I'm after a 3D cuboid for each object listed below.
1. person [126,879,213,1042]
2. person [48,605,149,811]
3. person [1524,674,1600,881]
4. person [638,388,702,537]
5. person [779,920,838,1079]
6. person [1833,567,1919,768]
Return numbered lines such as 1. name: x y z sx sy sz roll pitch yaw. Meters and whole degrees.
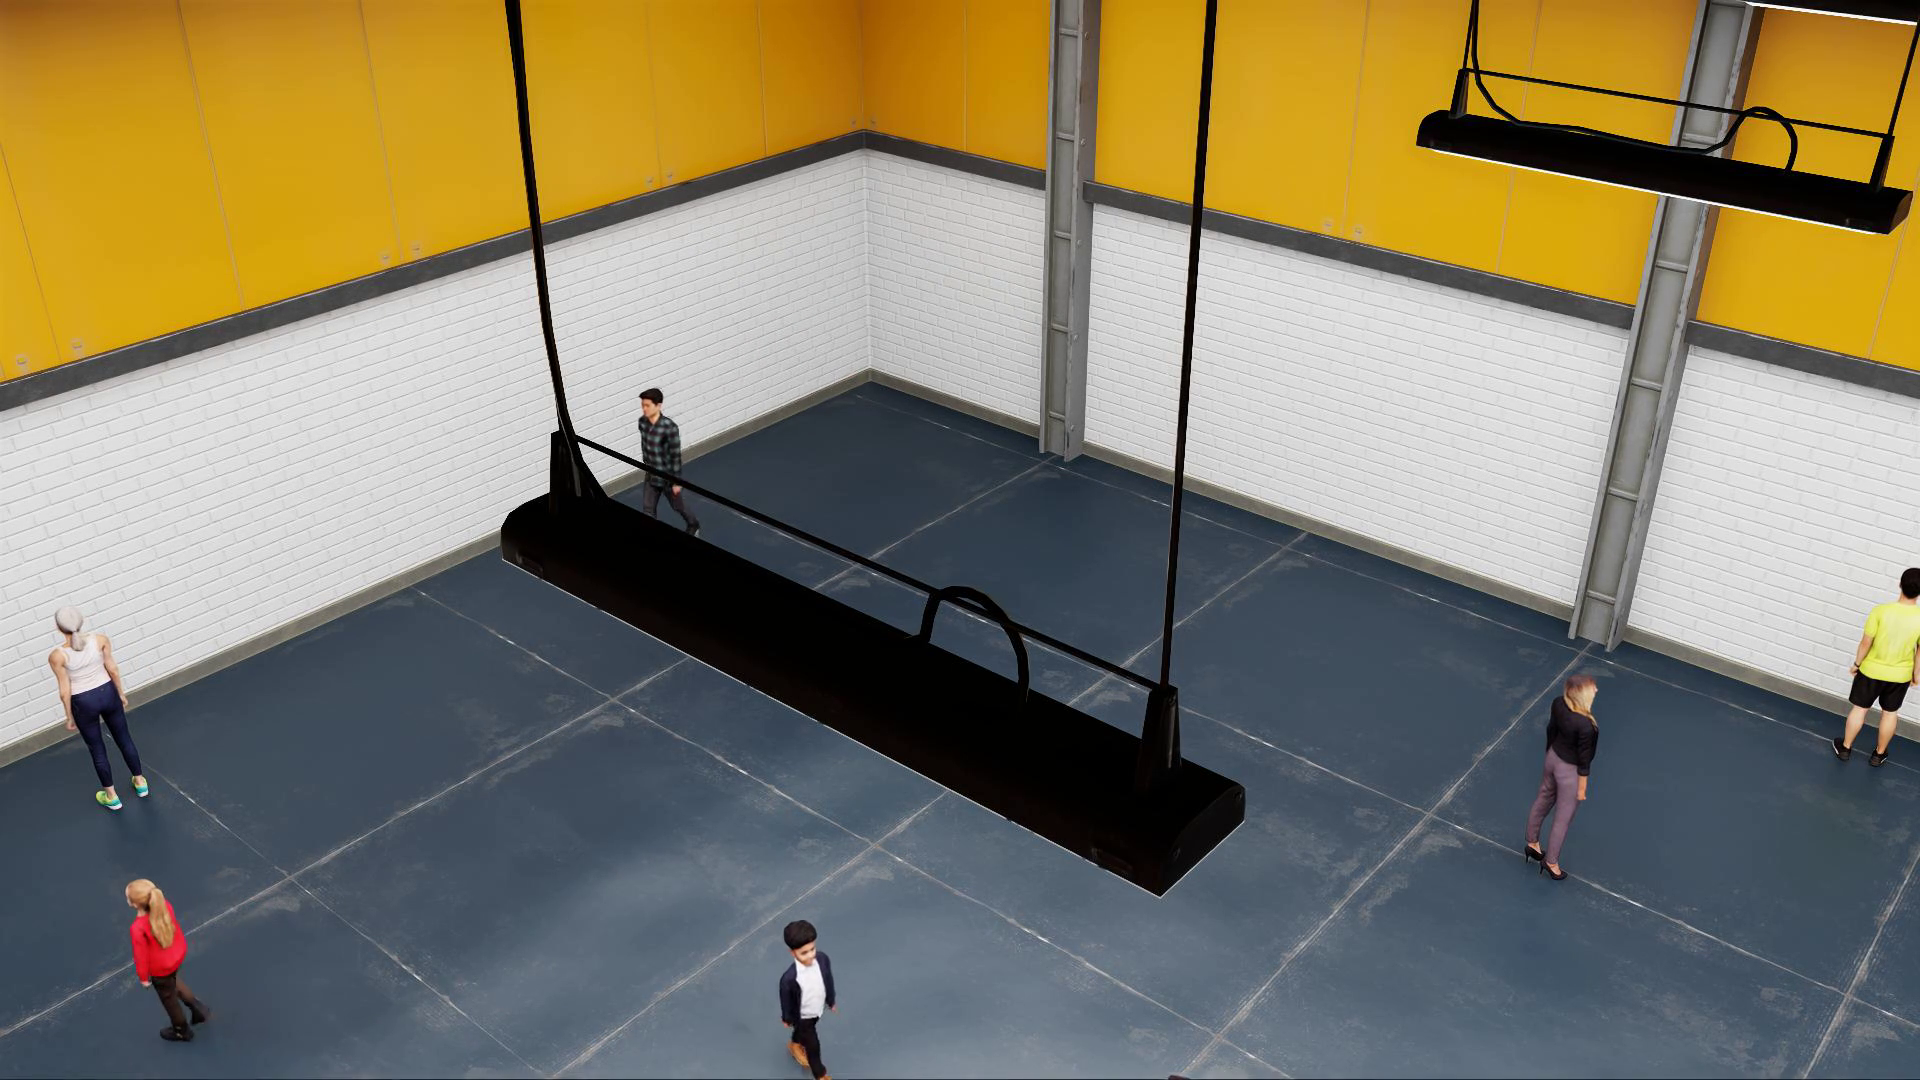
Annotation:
1. person: -4.927 2.633 10.388 0.669 1.278 0.613 6 29 10
2. person: -6.488 1.244 12.489 0.528 1.703 0.612 24 37 36
3. person: 4.262 1.657 11.765 0.743 1.671 0.644 -8 30 -14
4. person: -2.758 -0.665 15.719 1.065 1.690 0.840 16 33 27
5. person: -0.959 2.804 10.159 0.582 1.197 0.845 -22 36 -35
6. person: 7.222 0.988 12.954 0.553 1.708 0.742 12 31 21
